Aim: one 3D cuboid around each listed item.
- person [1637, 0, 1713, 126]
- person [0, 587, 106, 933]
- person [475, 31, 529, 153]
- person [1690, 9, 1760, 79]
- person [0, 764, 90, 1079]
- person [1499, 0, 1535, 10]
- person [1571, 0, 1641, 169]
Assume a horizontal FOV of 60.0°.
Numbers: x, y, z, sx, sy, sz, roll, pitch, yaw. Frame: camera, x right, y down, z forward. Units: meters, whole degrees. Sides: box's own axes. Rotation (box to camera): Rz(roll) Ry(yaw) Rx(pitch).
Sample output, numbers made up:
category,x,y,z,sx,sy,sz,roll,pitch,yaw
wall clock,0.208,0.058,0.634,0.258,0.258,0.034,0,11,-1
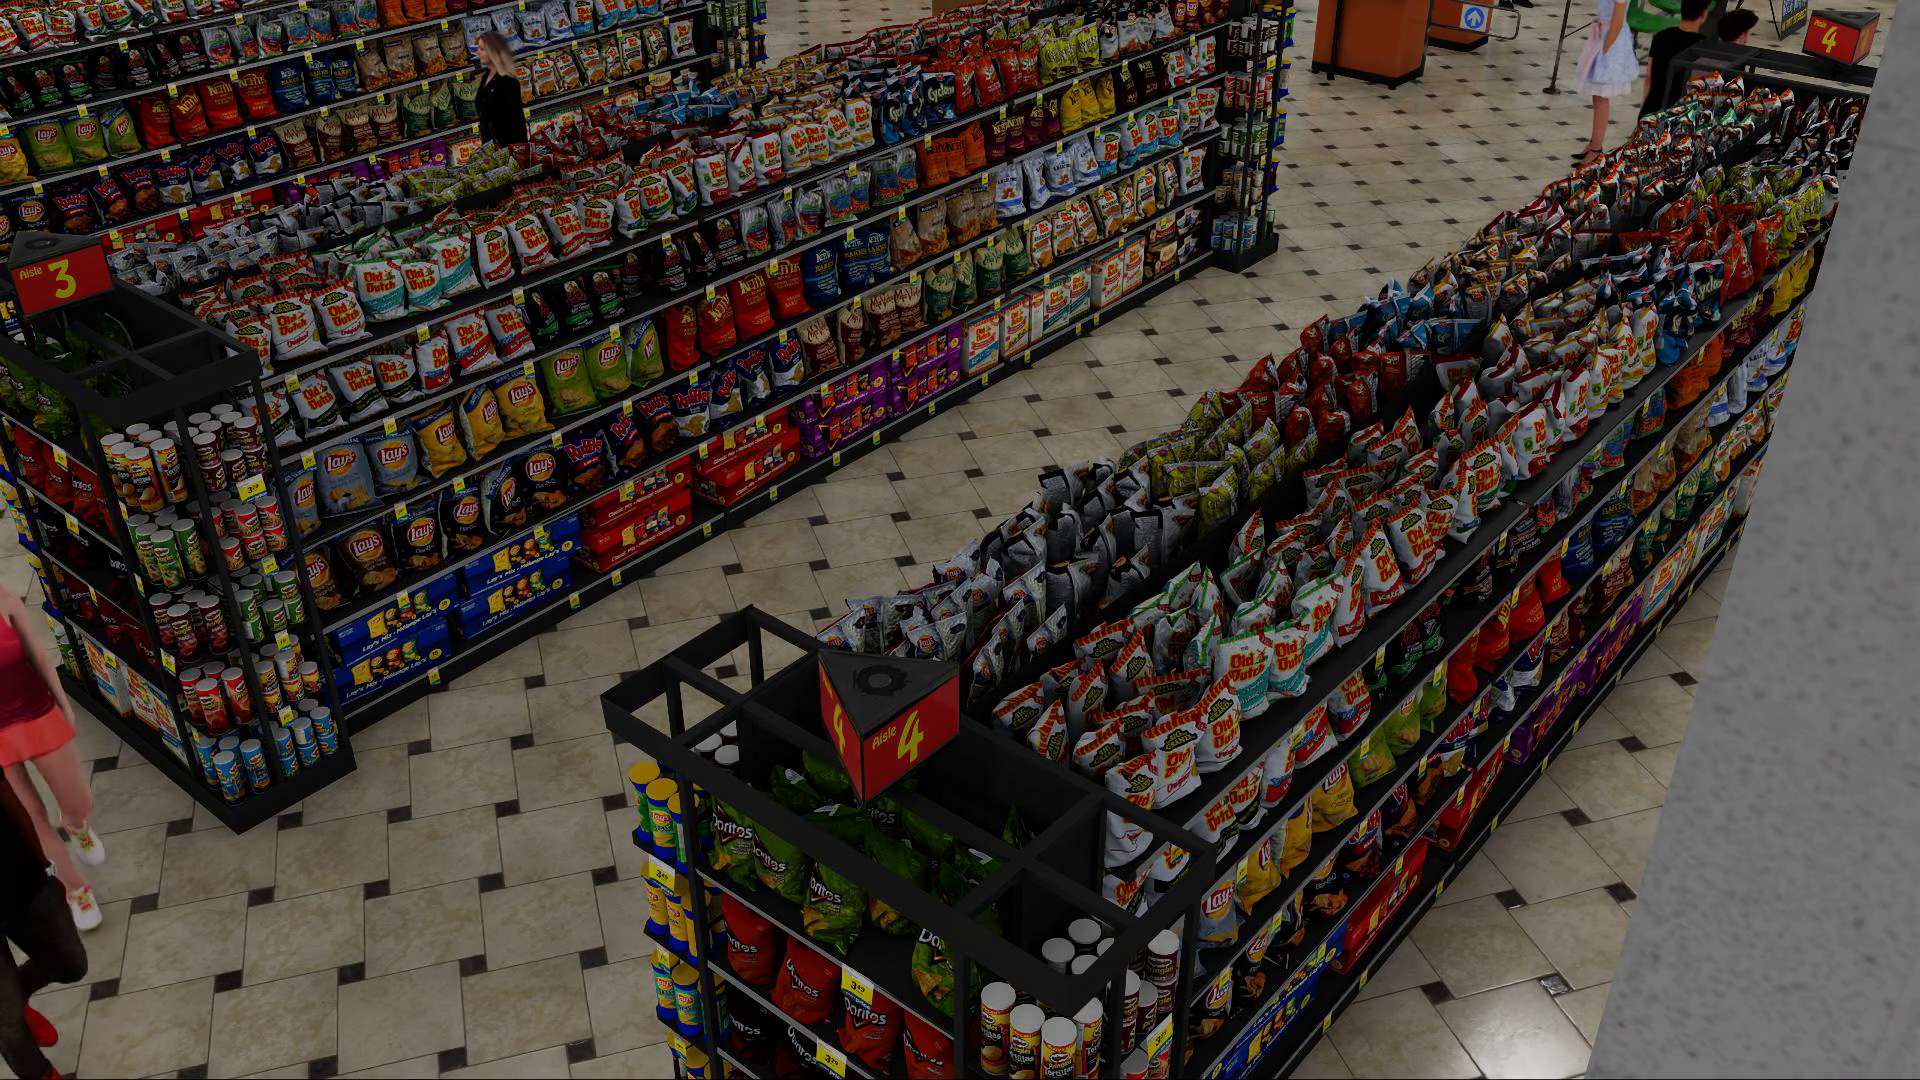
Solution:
category,x,y,z,sx,sy,sz,roll,pitch,yaw
person,4.920,-2.933,11.704,0.733,1.851,0.697,-25,40,-34
person,-3.473,0.666,6.032,0.731,1.732,0.720,-24,39,-33
person,-3.064,-2.626,11.367,0.632,1.686,0.676,-19,37,-27
person,4.870,-2.516,11.004,1.149,1.883,0.935,-16,35,-24
person,-3.149,1.115,5.252,0.818,1.795,0.796,16,35,24
person,6.028,-6.588,17.609,0.692,1.819,0.812,-10,33,-16
person,5.155,-3.872,13.246,0.866,1.816,0.783,11,33,16
